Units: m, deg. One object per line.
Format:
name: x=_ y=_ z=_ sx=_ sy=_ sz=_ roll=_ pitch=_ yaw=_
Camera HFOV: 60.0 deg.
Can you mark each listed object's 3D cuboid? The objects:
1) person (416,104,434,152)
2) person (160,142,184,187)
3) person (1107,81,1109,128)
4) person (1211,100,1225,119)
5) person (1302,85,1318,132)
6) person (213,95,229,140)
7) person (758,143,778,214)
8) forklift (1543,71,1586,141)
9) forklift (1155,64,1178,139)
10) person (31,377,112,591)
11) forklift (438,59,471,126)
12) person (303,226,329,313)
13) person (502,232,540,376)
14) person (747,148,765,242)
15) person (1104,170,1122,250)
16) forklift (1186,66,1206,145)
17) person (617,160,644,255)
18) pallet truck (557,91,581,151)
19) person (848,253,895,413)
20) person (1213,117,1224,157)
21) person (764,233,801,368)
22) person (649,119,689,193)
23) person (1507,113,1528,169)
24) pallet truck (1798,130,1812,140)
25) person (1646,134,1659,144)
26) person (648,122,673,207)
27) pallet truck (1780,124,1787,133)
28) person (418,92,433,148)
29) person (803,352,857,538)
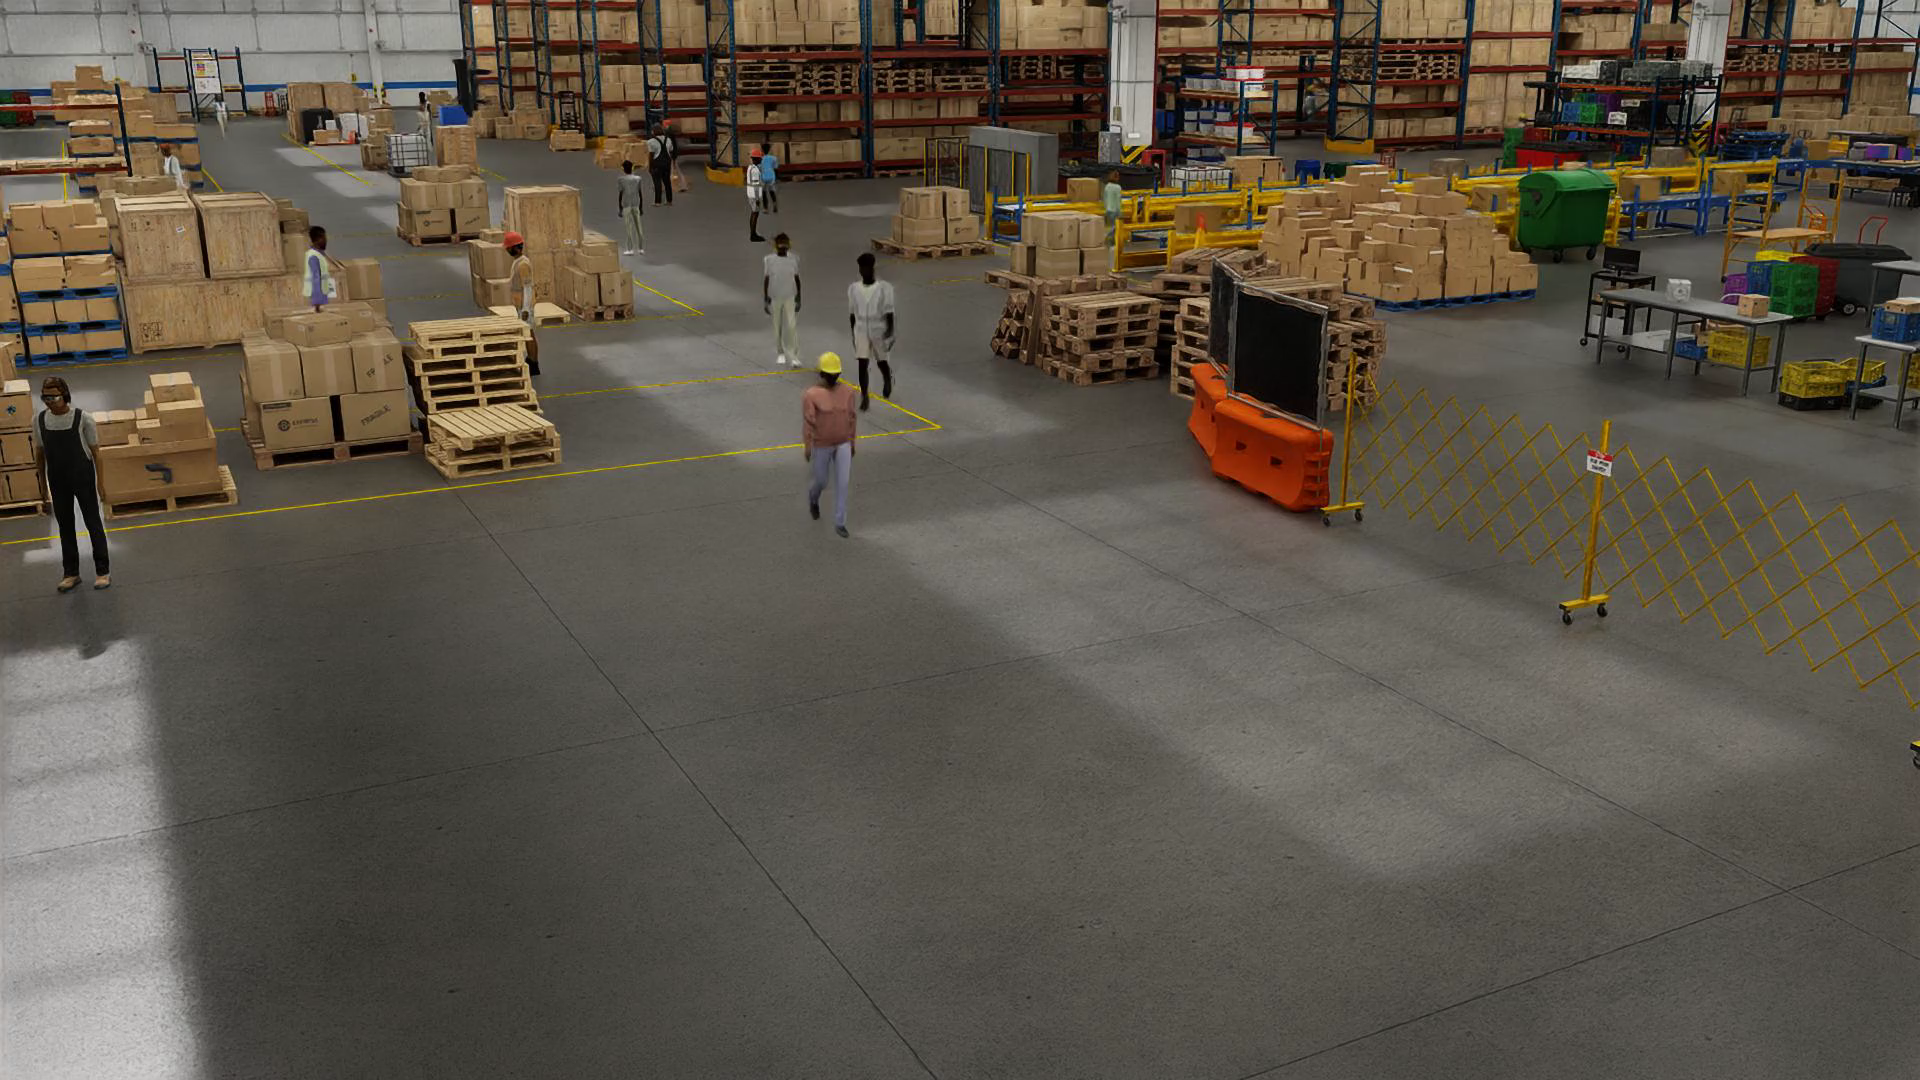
person: x=-18.329 y=-14.077 z=56.771 sx=0.527 sy=1.612 sz=0.770 roll=-17 pitch=24 yaw=-42
person: x=-17.625 y=-8.017 z=37.490 sx=0.646 sy=1.859 sz=0.671 roll=16 pitch=24 yaw=41
person: x=5.709 y=-16.872 z=64.854 sx=0.641 sy=1.990 sz=0.963 roll=-6 pitch=19 yaw=-19
person: x=8.595 y=-14.074 z=56.325 sx=0.678 sy=1.884 sz=0.855 roll=0 pitch=18 yaw=1
person: x=13.710 y=-17.008 z=65.604 sx=0.852 sy=1.797 sz=0.600 roll=-10 pitch=20 yaw=-29
person: x=-27.579 y=-15.796 z=62.114 sx=0.520 sy=1.622 sz=0.644 roll=-14 pitch=22 yaw=-37
person: x=-4.583 y=-8.590 z=39.546 sx=0.535 sy=1.685 sz=0.401 roll=-7 pitch=19 yaw=-22
forklift: x=18.685 y=-13.231 z=52.085 sx=1.873 sy=2.768 sz=1.129 roll=-9 pitch=20 yaw=-26
forklift: x=7.229 y=-16.325 z=61.730 sx=1.129 sy=2.768 sz=1.873 roll=-10 pitch=20 yaw=-27
person: x=-7.466 y=-0.475 z=13.984 sx=0.511 sy=1.844 sz=0.328 roll=-3 pitch=18 yaw=-8
forklift: x=-19.237 y=-17.170 z=64.362 sx=1.873 sy=2.768 sz=1.129 roll=-8 pitch=19 yaw=-23
person: x=-8.824 y=-3.329 z=22.812 sx=0.415 sy=1.894 sz=0.694 roll=-6 pitch=19 yaw=-19
person: x=-5.851 y=-3.145 z=22.177 sx=0.382 sy=1.927 sz=0.542 roll=-7 pitch=19 yaw=-21
person: x=-4.276 y=-7.253 z=34.993 sx=0.394 sy=1.929 sz=0.539 roll=-5 pitch=18 yaw=-15
person: x=3.060 y=-6.655 z=33.604 sx=0.546 sy=1.618 sz=0.515 roll=-8 pitch=20 yaw=-24
forklift: x=7.993 y=-14.698 z=56.655 sx=1.873 sy=2.768 sz=1.129 roll=-4 pitch=18 yaw=-12
person: x=-6.552 y=-6.602 z=33.057 sx=0.521 sy=1.865 sz=0.335 roll=-9 pitch=20 yaw=-26
pallet truck: x=-13.495 y=-14.412 z=57.188 sx=0.823 sy=1.965 sz=1.885 roll=-3 pitch=18 yaw=-9
person: x=-1.061 y=-2.566 z=20.356 sx=0.611 sy=1.935 sz=0.762 roll=3 pitch=18 yaw=10
person: x=7.193 y=-10.881 z=46.475 sx=0.593 sy=1.813 sz=0.610 roll=-11 pitch=21 yaw=-31
person: x=-2.414 y=-3.253 z=22.671 sx=0.523 sy=1.825 sz=0.939 roll=-3 pitch=18 yaw=-9
person: x=-7.688 y=-10.099 z=43.844 sx=1.065 sy=1.934 sz=0.614 roll=-1 pitch=18 yaw=-4
person: x=16.589 y=-11.807 z=49.466 sx=0.638 sy=1.746 sz=0.543 roll=-1 pitch=18 yaw=-4
pallet truck: x=25.526 y=-11.556 z=49.408 sx=1.630 sy=1.274 sz=0.653 roll=-9 pitch=20 yaw=-26
person: x=23.417 y=-13.886 z=56.086 sx=0.537 sy=1.668 sz=0.817 roll=13 pitch=22 yaw=34
person: x=-7.449 y=-9.285 z=41.134 sx=0.684 sy=2.000 sz=0.535 roll=-16 pitch=24 yaw=-41
pallet truck: x=25.206 y=-12.542 z=52.601 sx=1.601 sy=1.201 sz=0.680 roll=0 pitch=18 yaw=-2
person: x=-18.753 y=-14.742 z=58.364 sx=0.587 sy=1.911 sz=0.397 roll=14 pitch=23 yaw=37
person: x=-1.222 y=-0.918 z=15.530 sx=0.527 sy=1.747 sz=0.616 roll=-7 pitch=19 yaw=-22
